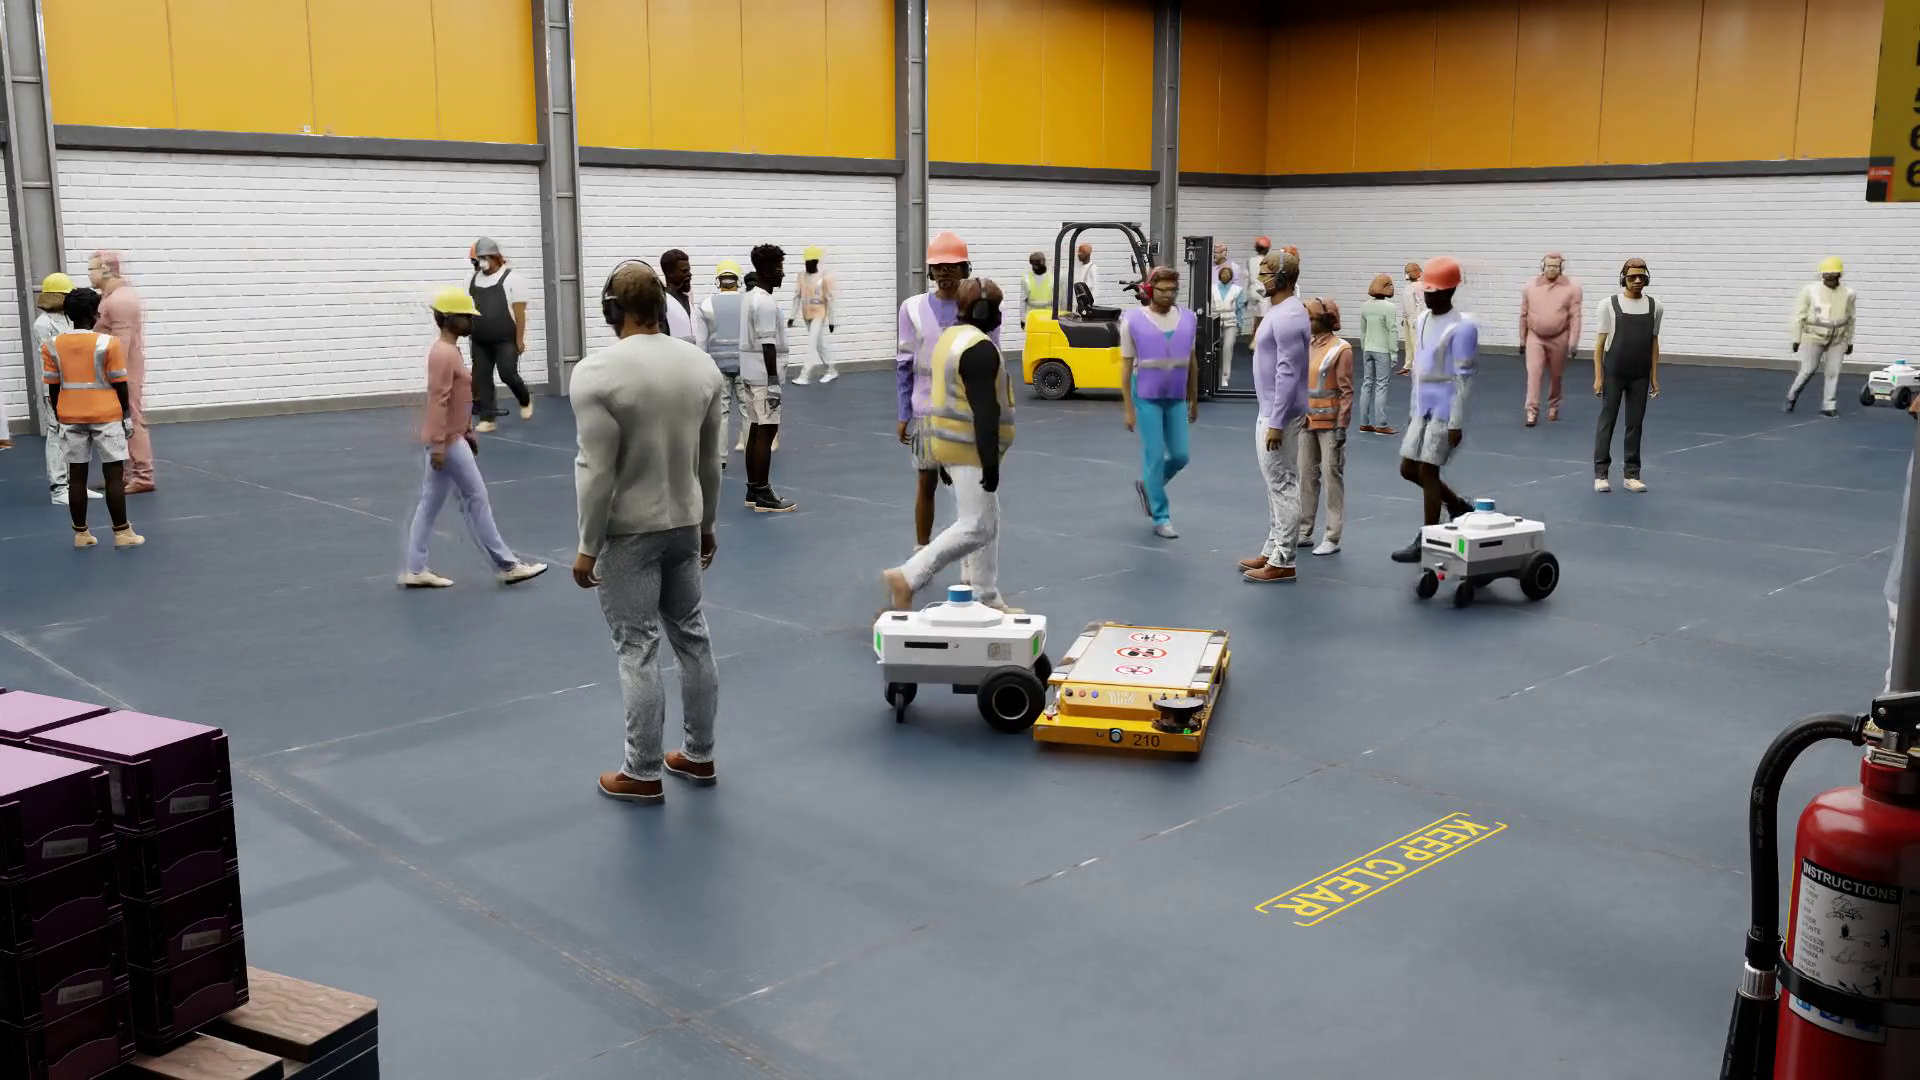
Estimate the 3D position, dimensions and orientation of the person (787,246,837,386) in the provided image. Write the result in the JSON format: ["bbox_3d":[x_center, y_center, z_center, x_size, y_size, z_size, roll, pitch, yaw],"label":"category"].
[{"bbox_3d":[-1.981,-3.046,22.631,0.600,1.874,1.010,9,14,41],"label":"person"}]

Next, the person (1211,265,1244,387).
[{"bbox_3d":[3.504,-2.843,22.171,0.551,1.620,0.508,2,11,12],"label":"person"}]

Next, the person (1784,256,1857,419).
[{"bbox_3d":[9.639,-2.273,18.607,0.611,1.807,0.638,1,10,4],"label":"person"}]

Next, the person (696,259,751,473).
[{"bbox_3d":[-1.944,-1.479,14.204,0.586,1.823,0.403,-1,10,-7],"label":"person"}]

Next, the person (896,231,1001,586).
[{"bbox_3d":[-0.068,-0.742,9.581,0.605,2.045,0.378,1,10,5],"label":"person"}]

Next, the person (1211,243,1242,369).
[{"bbox_3d":[3.930,-3.544,25.244,0.645,1.905,0.400,8,13,37],"label":"person"}]

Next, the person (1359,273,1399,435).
[{"bbox_3d":[4.278,-1.893,16.968,0.285,1.636,0.497,-6,12,-28],"label":"person"}]

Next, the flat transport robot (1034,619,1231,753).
[{"bbox_3d":[0.776,0.594,7.133,0.652,0.197,1.431,3,11,14],"label":"flat transport robot"}]

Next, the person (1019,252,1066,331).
[{"bbox_3d":[1.123,-3.078,23.042,0.629,1.785,0.933,5,11,23],"label":"person"}]

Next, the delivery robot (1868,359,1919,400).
[{"bbox_3d":[11.099,-1.893,19.664,0.707,0.478,0.477,-6,12,-29],"label":"delivery robot"}]

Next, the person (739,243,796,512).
[{"bbox_3d":[-1.431,-1.192,12.246,0.361,1.963,0.612,-4,11,-19],"label":"person"}]

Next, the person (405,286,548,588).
[{"bbox_3d":[-2.812,-0.577,9.521,0.867,1.720,0.548,-3,11,-17],"label":"person"}]

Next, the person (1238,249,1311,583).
[{"bbox_3d":[1.853,-0.717,9.734,0.372,1.940,0.630,1,10,6],"label":"person"}]

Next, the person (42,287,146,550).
[{"bbox_3d":[-5.579,-0.770,10.695,0.533,1.692,0.319,0,10,0],"label":"person"}]

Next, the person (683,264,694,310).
[{"bbox_3d":[-3.574,-2.763,21.359,0.328,1.767,0.532,-5,12,-26],"label":"person"}]

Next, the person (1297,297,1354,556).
[{"bbox_3d":[2.293,-0.724,10.588,0.315,1.638,0.515,-6,12,-29],"label":"person"}]

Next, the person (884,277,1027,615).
[{"bbox_3d":[-0.021,-0.432,8.531,0.720,1.818,0.644,-3,11,-14],"label":"person"}]

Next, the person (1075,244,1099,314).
[{"bbox_3d":[2.021,-3.789,26.628,0.337,1.883,0.583,-5,11,-23],"label":"person"}]

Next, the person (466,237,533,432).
[{"bbox_3d":[-4.805,-2.149,17.265,0.686,2.000,0.705,2,11,13],"label":"person"}]

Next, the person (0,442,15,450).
[{"bbox_3d":[-9.261,-1.789,15.786,0.335,1.865,0.520,-2,11,-13],"label":"person"}]

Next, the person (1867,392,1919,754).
[{"bbox_3d":[3.154,0.232,5.390,0.287,1.631,0.501,4,11,22],"label":"person"}]

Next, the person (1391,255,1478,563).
[{"bbox_3d":[2.979,-0.795,10.244,0.570,1.908,0.572,-3,11,-14],"label":"person"}]

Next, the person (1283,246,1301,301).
[{"bbox_3d":[4.233,-2.844,21.487,0.355,1.883,0.575,3,11,13],"label":"person"}]

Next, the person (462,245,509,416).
[{"bbox_3d":[-5.351,-2.362,18.703,0.364,1.939,0.542,-9,14,-41],"label":"person"}]

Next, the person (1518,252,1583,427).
[{"bbox_3d":[6.344,-2.167,17.897,0.646,1.857,0.995,5,11,23],"label":"person"}]

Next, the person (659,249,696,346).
[{"bbox_3d":[-2.138,-1.201,12.425,0.391,1.920,0.588,2,11,11],"label":"person"}]

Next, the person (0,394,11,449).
[{"bbox_3d":[-9.253,-1.742,15.575,0.482,1.853,0.600,-2,11,-11],"label":"person"}]

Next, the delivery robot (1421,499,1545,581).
[{"bbox_3d":[2.913,0.014,9.268,0.707,0.478,0.477,-6,12,-30],"label":"delivery robot"}]

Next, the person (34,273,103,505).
[{"bbox_3d":[-6.753,-1.142,12.587,0.304,1.742,0.493,0,10,-1],"label":"person"}]

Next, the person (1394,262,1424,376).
[{"bbox_3d":[6.529,-3.195,24.079,0.289,1.632,0.497,-2,11,-10],"label":"person"}]

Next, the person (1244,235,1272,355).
[{"bbox_3d":[5.086,-4.149,28.282,0.631,2.058,0.651,10,14,43],"label":"person"}]

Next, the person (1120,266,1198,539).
[{"bbox_3d":[1.322,-0.934,11.234,0.616,1.816,0.583,-4,11,-22],"label":"person"}]

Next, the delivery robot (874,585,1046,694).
[{"bbox_3d":[0.000,0.434,6.979,0.707,0.478,0.477,1,11,6],"label":"delivery robot"}]

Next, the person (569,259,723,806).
[{"bbox_3d":[-1.110,-0.023,5.951,0.353,1.936,0.635,9,14,40],"label":"person"}]

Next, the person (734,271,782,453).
[{"bbox_3d":[-1.903,-1.655,15.521,0.537,1.695,0.317,4,11,22],"label":"person"}]

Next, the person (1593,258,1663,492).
[{"bbox_3d":[5.266,-1.295,13.137,0.511,1.845,0.341,0,10,1],"label":"person"}]

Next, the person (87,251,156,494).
[{"bbox_3d":[-6.652,-1.293,13.042,0.531,1.896,0.663,-6,12,-31],"label":"person"}]

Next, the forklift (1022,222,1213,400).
[{"bbox_3d":[1.935,-2.847,20.651,2.313,2.155,1.214,2,11,13],"label":"forklift"}]
